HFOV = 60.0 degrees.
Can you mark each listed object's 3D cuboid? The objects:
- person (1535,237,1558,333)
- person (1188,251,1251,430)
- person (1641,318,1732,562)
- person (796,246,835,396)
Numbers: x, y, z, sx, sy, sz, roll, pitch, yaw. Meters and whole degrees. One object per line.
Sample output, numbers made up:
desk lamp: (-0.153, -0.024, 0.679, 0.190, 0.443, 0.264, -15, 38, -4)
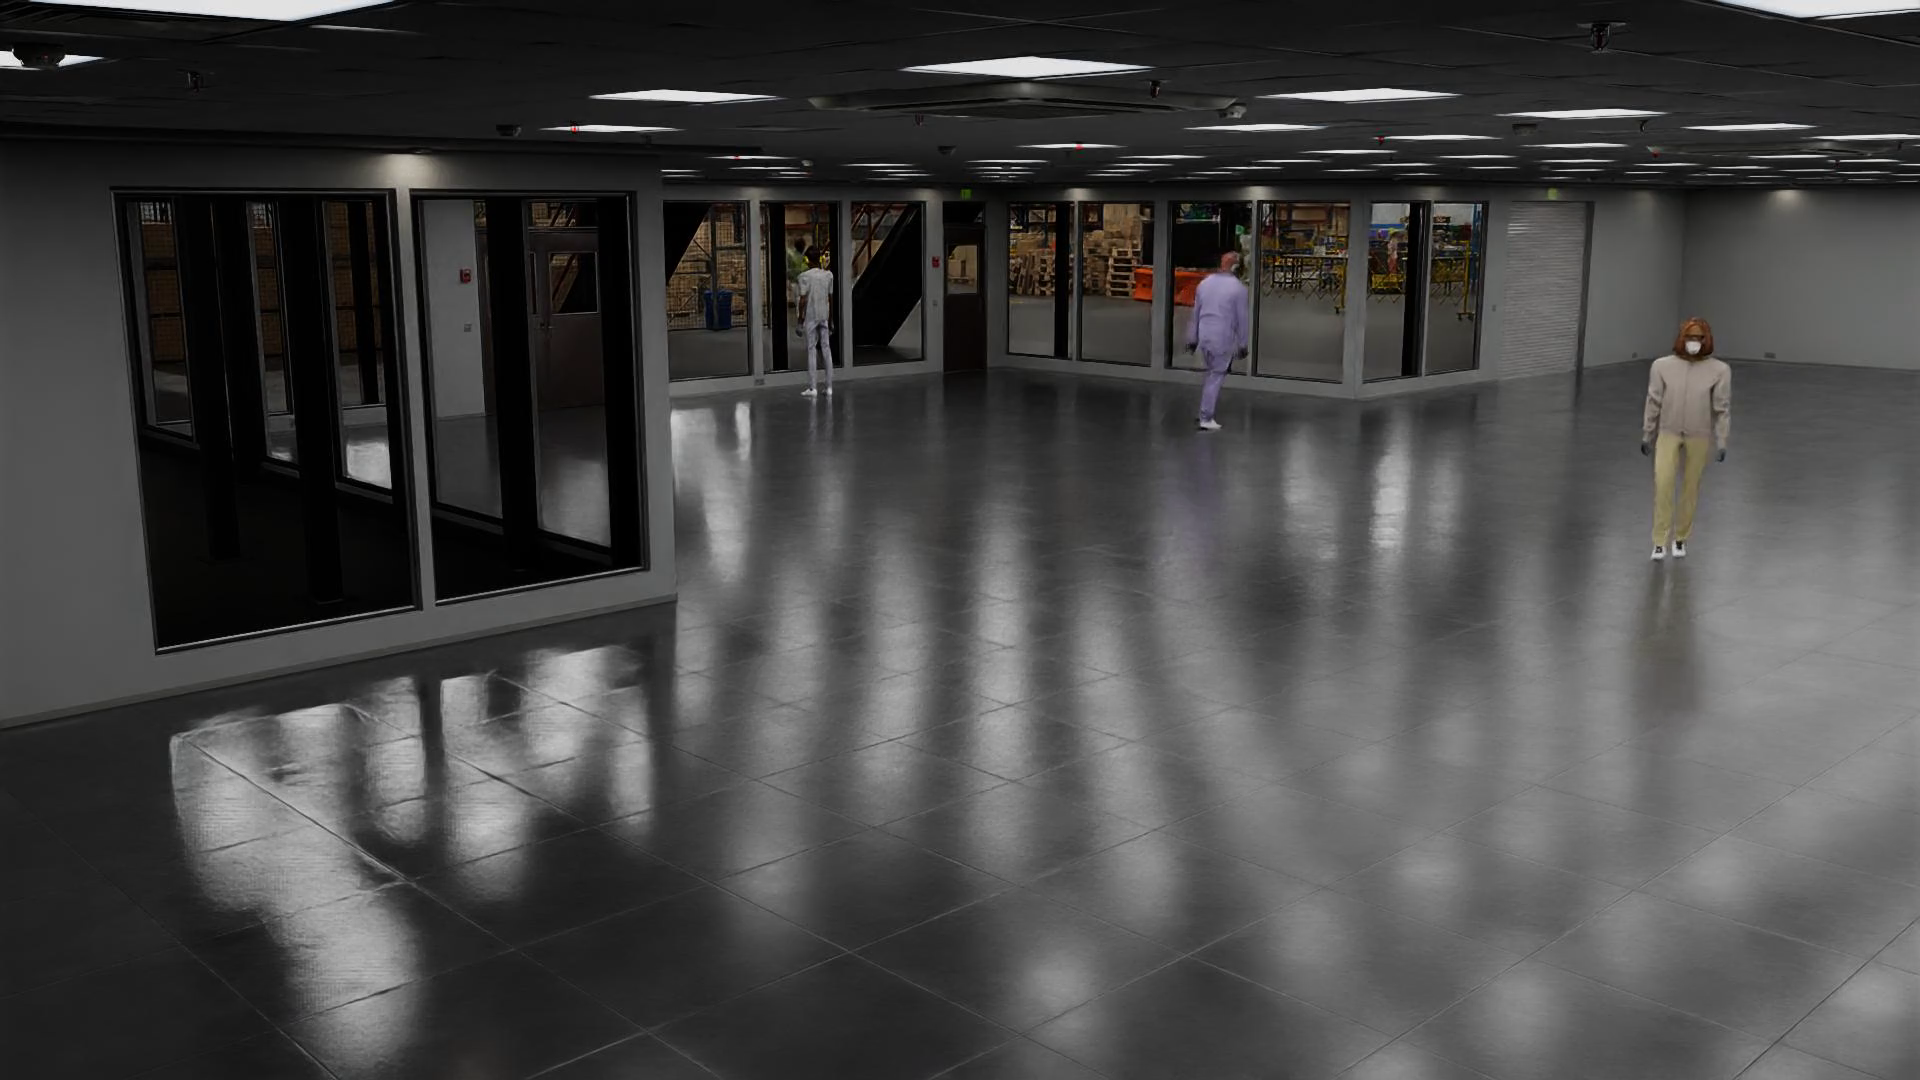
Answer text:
person: (10.600, -4.532, 29.841, 0.574, 1.854, 0.841, -7, 13, -31)
person: (2.737, -2.098, 17.567, 0.566, 1.873, 0.648, -8, 14, -36)
person: (4.750, -0.639, 10.898, 0.528, 1.600, 0.739, 5, 12, 23)
person: (-1.797, -2.713, 20.672, 0.518, 1.865, 0.327, -7, 13, -31)
